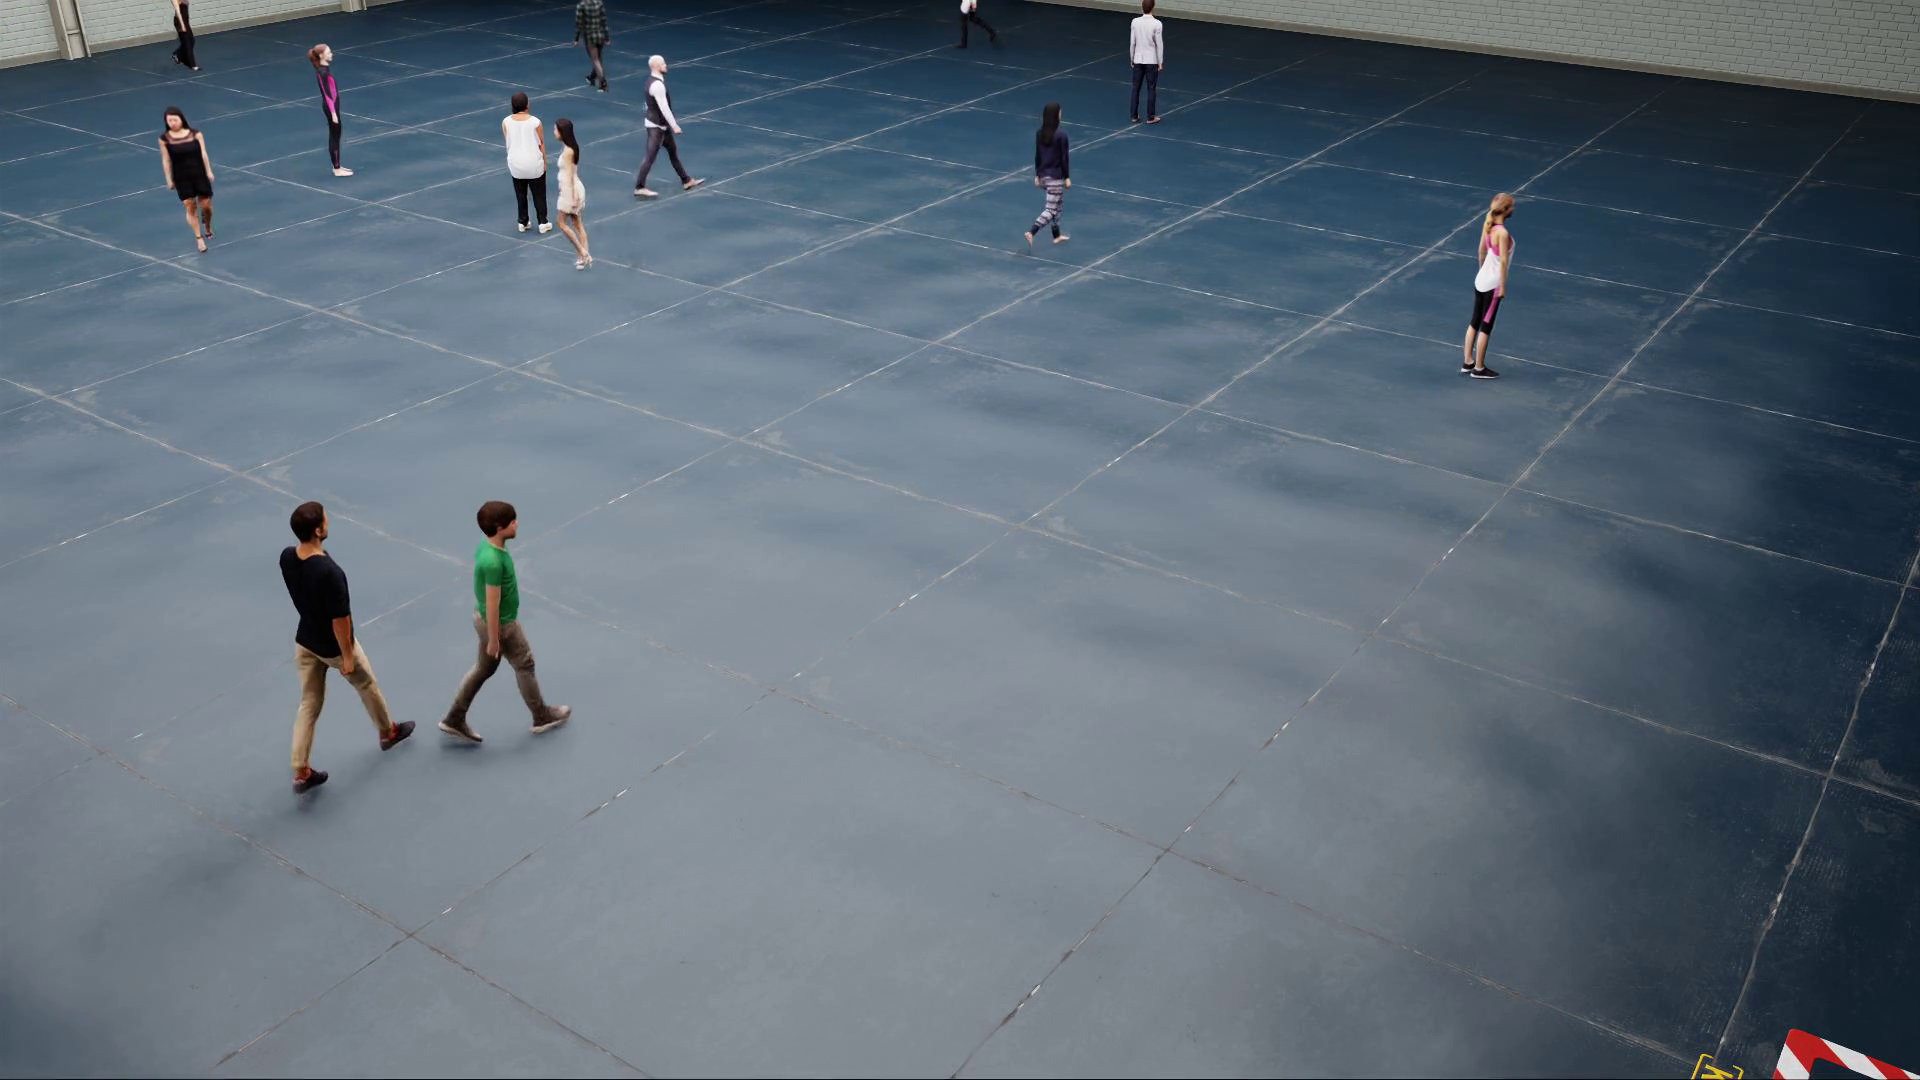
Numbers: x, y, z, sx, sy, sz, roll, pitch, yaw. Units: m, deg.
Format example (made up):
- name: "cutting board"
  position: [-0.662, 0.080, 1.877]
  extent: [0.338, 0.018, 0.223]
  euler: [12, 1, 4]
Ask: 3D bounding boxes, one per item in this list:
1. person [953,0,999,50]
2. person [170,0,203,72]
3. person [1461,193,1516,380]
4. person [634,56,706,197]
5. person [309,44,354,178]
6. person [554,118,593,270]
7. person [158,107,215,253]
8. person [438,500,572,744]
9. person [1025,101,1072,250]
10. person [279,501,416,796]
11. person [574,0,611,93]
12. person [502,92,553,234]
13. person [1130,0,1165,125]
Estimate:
- name: "person"
  position: [0.286, -9.865, 30.349]
  extent: [1.119, 1.779, 1.108]
  euler: [-3, 27, -5]
- name: "person"
  position: [-13.465, -8.875, 28.634]
  extent: [0.847, 1.589, 0.782]
  euler: [-7, 28, -14]
- name: "person"
  position: [5.055, -2.436, 15.914]
  extent: [0.730, 1.787, 0.672]
  euler: [-5, 28, -9]
- name: "person"
  position: [-3.981, -5.293, 21.475]
  extent: [1.285, 1.775, 1.172]
  euler: [-7, 28, -13]
- name: "person"
  position: [-8.528, -5.841, 22.567]
  extent: [0.682, 1.750, 0.653]
  euler: [-11, 29, -20]
- name: "person"
  position: [-4.296, -3.890, 18.808]
  extent: [0.769, 1.722, 0.699]
  euler: [-3, 27, -5]
- name: "person"
  position: [-9.033, -4.243, 19.507]
  extent: [0.813, 1.710, 0.888]
  euler: [-12, 30, -23]
- name: "person"
  position: [-2.958, 0.545, 10.311]
  extent: [1.126, 1.616, 0.951]
  euler: [-7, 28, -13]
- name: "person"
  position: [1.023, -4.243, 19.509]
  extent: [1.061, 1.708, 0.764]
  euler: [-22, 34, -36]
- name: "person"
  position: [-3.826, 0.670, 9.854]
  extent: [0.813, 1.812, 1.208]
  euler: [10, 29, 19]
- name: "person"
  position: [-5.757, -7.927, 26.266]
  extent: [1.095, 1.682, 0.885]
  euler: [-23, 35, -37]
- name: "person"
  position: [-5.270, -4.598, 20.222]
  extent: [0.755, 1.686, 0.773]
  euler: [3, 27, 5]
- name: "person"
  position: [2.823, -7.288, 25.266]
  extent: [0.700, 1.852, 0.610]
  euler: [14, 30, 24]
